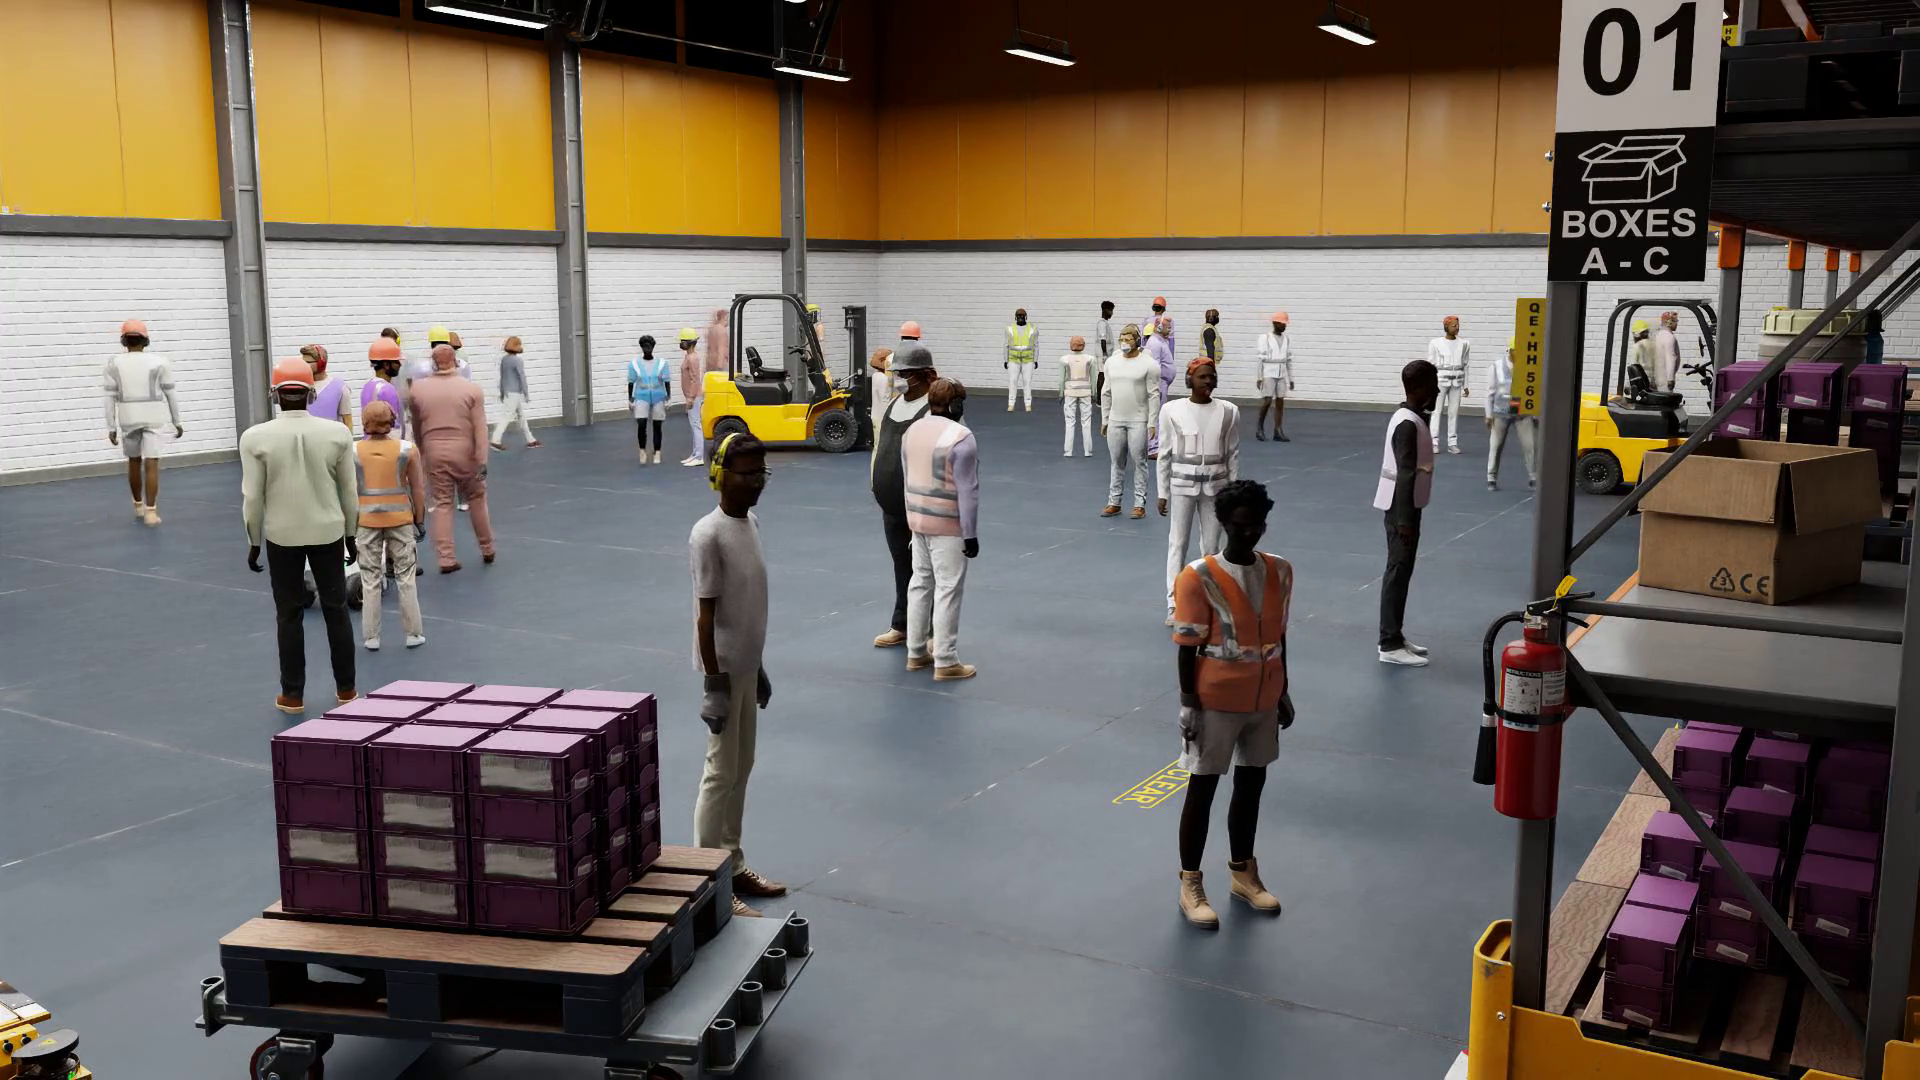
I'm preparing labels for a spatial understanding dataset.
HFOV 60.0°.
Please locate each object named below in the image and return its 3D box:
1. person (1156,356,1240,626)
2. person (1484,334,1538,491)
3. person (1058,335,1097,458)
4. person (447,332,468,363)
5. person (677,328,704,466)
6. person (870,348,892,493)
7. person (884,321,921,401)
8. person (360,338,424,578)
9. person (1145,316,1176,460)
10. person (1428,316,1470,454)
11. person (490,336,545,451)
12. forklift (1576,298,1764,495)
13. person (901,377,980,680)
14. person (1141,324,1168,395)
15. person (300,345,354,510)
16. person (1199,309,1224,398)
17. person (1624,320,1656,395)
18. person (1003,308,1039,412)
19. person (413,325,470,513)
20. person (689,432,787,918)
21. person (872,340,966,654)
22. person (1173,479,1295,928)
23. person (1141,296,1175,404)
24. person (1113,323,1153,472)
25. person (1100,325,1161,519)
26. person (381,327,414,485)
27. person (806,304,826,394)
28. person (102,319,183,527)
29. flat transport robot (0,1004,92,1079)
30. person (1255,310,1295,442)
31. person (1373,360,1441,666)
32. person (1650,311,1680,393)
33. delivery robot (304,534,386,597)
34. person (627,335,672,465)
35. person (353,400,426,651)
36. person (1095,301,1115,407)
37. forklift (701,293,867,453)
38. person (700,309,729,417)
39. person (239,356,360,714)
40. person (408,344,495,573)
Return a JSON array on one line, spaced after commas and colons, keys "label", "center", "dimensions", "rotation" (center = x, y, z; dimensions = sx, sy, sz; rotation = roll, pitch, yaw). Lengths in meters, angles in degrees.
[{"label": "person", "center": [1.656, -0.334, 11.590], "dimensions": [0.583, 1.884, 0.350], "rotation": [0, 9, -3]}, {"label": "person", "center": [6.206, -1.430, 18.709], "dimensions": [0.616, 1.805, 0.460], "rotation": [1, 9, 8]}, {"label": "person", "center": [1.569, -1.910, 22.189], "dimensions": [0.513, 1.640, 0.309], "rotation": [0, 9, 1]}, {"label": "person", "center": [-7.141, -2.119, 23.512], "dimensions": [0.279, 1.634, 0.498], "rotation": [4, 10, 23]}, {"label": "person", "center": [-3.444, -1.824, 21.255], "dimensions": [0.316, 1.769, 0.523], "rotation": [-2, 9, -12]}, {"label": "person", "center": [-0.847, -1.302, 18.416], "dimensions": [0.277, 1.633, 0.507], "rotation": [-2, 9, -15]}, {"label": "person", "center": [-0.553, -1.435, 18.299], "dimensions": [0.551, 1.935, 0.375], "rotation": [1, 9, 7]}, {"label": "person", "center": [-4.631, -0.644, 13.485], "dimensions": [0.367, 1.900, 0.542], "rotation": [-8, 12, -39]}, {"label": "person", "center": [2.648, -2.008, 21.991], "dimensions": [0.409, 1.903, 0.639], "rotation": [2, 9, 10]}, {"label": "person", "center": [6.662, -2.111, 22.687], "dimensions": [0.585, 1.881, 0.343], "rotation": [-1, 9, -5]}, {"label": "person", "center": [-6.222, -2.043, 23.179], "dimensions": [0.871, 1.592, 0.513], "rotation": [-8, 12, -42]}, {"label": "forklift", "center": [7.954, -1.589, 18.462], "dimensions": [2.313, 2.155, 1.214], "rotation": [5, 11, 30]}, {"label": "person", "center": [-0.106, -0.072, 10.166], "dimensions": [0.430, 1.833, 0.638], "rotation": [-7, 11, -36]}, {"label": "person", "center": [2.619, -2.103, 22.999], "dimensions": [0.524, 1.769, 0.315], "rotation": [1, 9, 7]}, {"label": "person", "center": [-5.544, -0.781, 14.517], "dimensions": [0.564, 1.840, 0.397], "rotation": [3, 9, 16]}, {"label": "person", "center": [4.375, -3.097, 28.975], "dimensions": [0.429, 1.844, 0.627], "rotation": [1, 9, 3]}, {"label": "person", "center": [10.042, -2.331, 24.413], "dimensions": [0.596, 1.783, 0.947], "rotation": [-7, 11, -37]}, {"label": "person", "center": [1.085, -3.194, 29.574], "dimensions": [0.633, 1.842, 0.429], "rotation": [1, 9, 3]}, {"label": "person", "center": [-5.292, -1.228, 17.035], "dimensions": [0.589, 1.928, 0.386], "rotation": [-7, 11, -37]}, {"label": "person", "center": [-0.856, 0.515, 6.356], "dimensions": [0.314, 1.864, 0.530], "rotation": [2, 9, 13]}, {"label": "person", "center": [-0.309, -0.271, 10.715], "dimensions": [0.535, 2.000, 0.686], "rotation": [-8, 12, -41]}, {"label": "person", "center": [1.041, 0.607, 6.294], "dimensions": [0.541, 1.698, 0.316], "rotation": [-5, 10, -28]}, {"label": "person", "center": [3.585, -3.373, 30.069], "dimensions": [0.610, 2.043, 0.375], "rotation": [3, 10, 17]}, {"label": "person", "center": [2.124, -1.744, 20.514], "dimensions": [0.508, 1.847, 0.345], "rotation": [0, 9, 2]}, {"label": "person", "center": [1.698, -1.181, 16.708], "dimensions": [0.627, 1.940, 0.372], "rotation": [5, 10, 29]}, {"label": "person", "center": [-6.518, -1.544, 19.298], "dimensions": [0.504, 1.847, 0.436], "rotation": [2, 9, 13]}, {"label": "person", "center": [-2.597, -3.259, 29.745], "dimensions": [0.381, 1.918, 0.584], "rotation": [-4, 10, -21]}, {"label": "person", "center": [-8.013, -1.156, 16.362], "dimensions": [0.636, 2.006, 0.937], "rotation": [-2, 9, -13]}, {"label": "flat transport robot", "center": [-3.301, 1.514, 5.078], "dimensions": [1.431, 0.197, 0.652], "rotation": [7, 12, 39]}, {"label": "person", "center": [4.612, -2.395, 24.309], "dimensions": [0.588, 1.931, 0.386], "rotation": [-4, 10, -23]}, {"label": "person", "center": [2.821, -0.180, 10.535], "dimensions": [0.389, 1.916, 0.590], "rotation": [3, 10, 17]}, {"label": "person", "center": [10.335, -2.393, 24.378], "dimensions": [0.401, 1.907, 0.646], "rotation": [0, 9, 0]}, {"label": "delivery robot", "center": [-4.570, 0.160, 12.352], "dimensions": [0.477, 0.478, 0.707], "rotation": [1, 9, 8]}, {"label": "person", "center": [-3.961, -1.779, 21.263], "dimensions": [0.560, 1.673, 0.542], "rotation": [-2, 9, -13]}, {"label": "person", "center": [-3.751, -0.091, 10.843], "dimensions": [0.523, 1.636, 0.311], "rotation": [-3, 9, -16]}, {"label": "person", "center": [2.662, -3.421, 30.628], "dimensions": [0.371, 1.959, 0.602], "rotation": [0, 9, 2]}, {"label": "forklift", "center": [-2.458, -2.344, 23.176], "dimensions": [2.313, 2.155, 1.214], "rotation": [0, 9, -2]}, {"label": "person", "center": [-4.175, -3.012, 28.452], "dimensions": [1.005, 1.858, 0.691], "rotation": [-6, 11, -33]}, {"label": "person", "center": [-3.685, -0.026, 9.323], "dimensions": [0.613, 1.995, 0.391], "rotation": [-5, 10, -29]}, {"label": "person", "center": [-4.204, -0.691, 13.855], "dimensions": [0.657, 1.868, 0.830], "rotation": [0, 9, -2]}]
